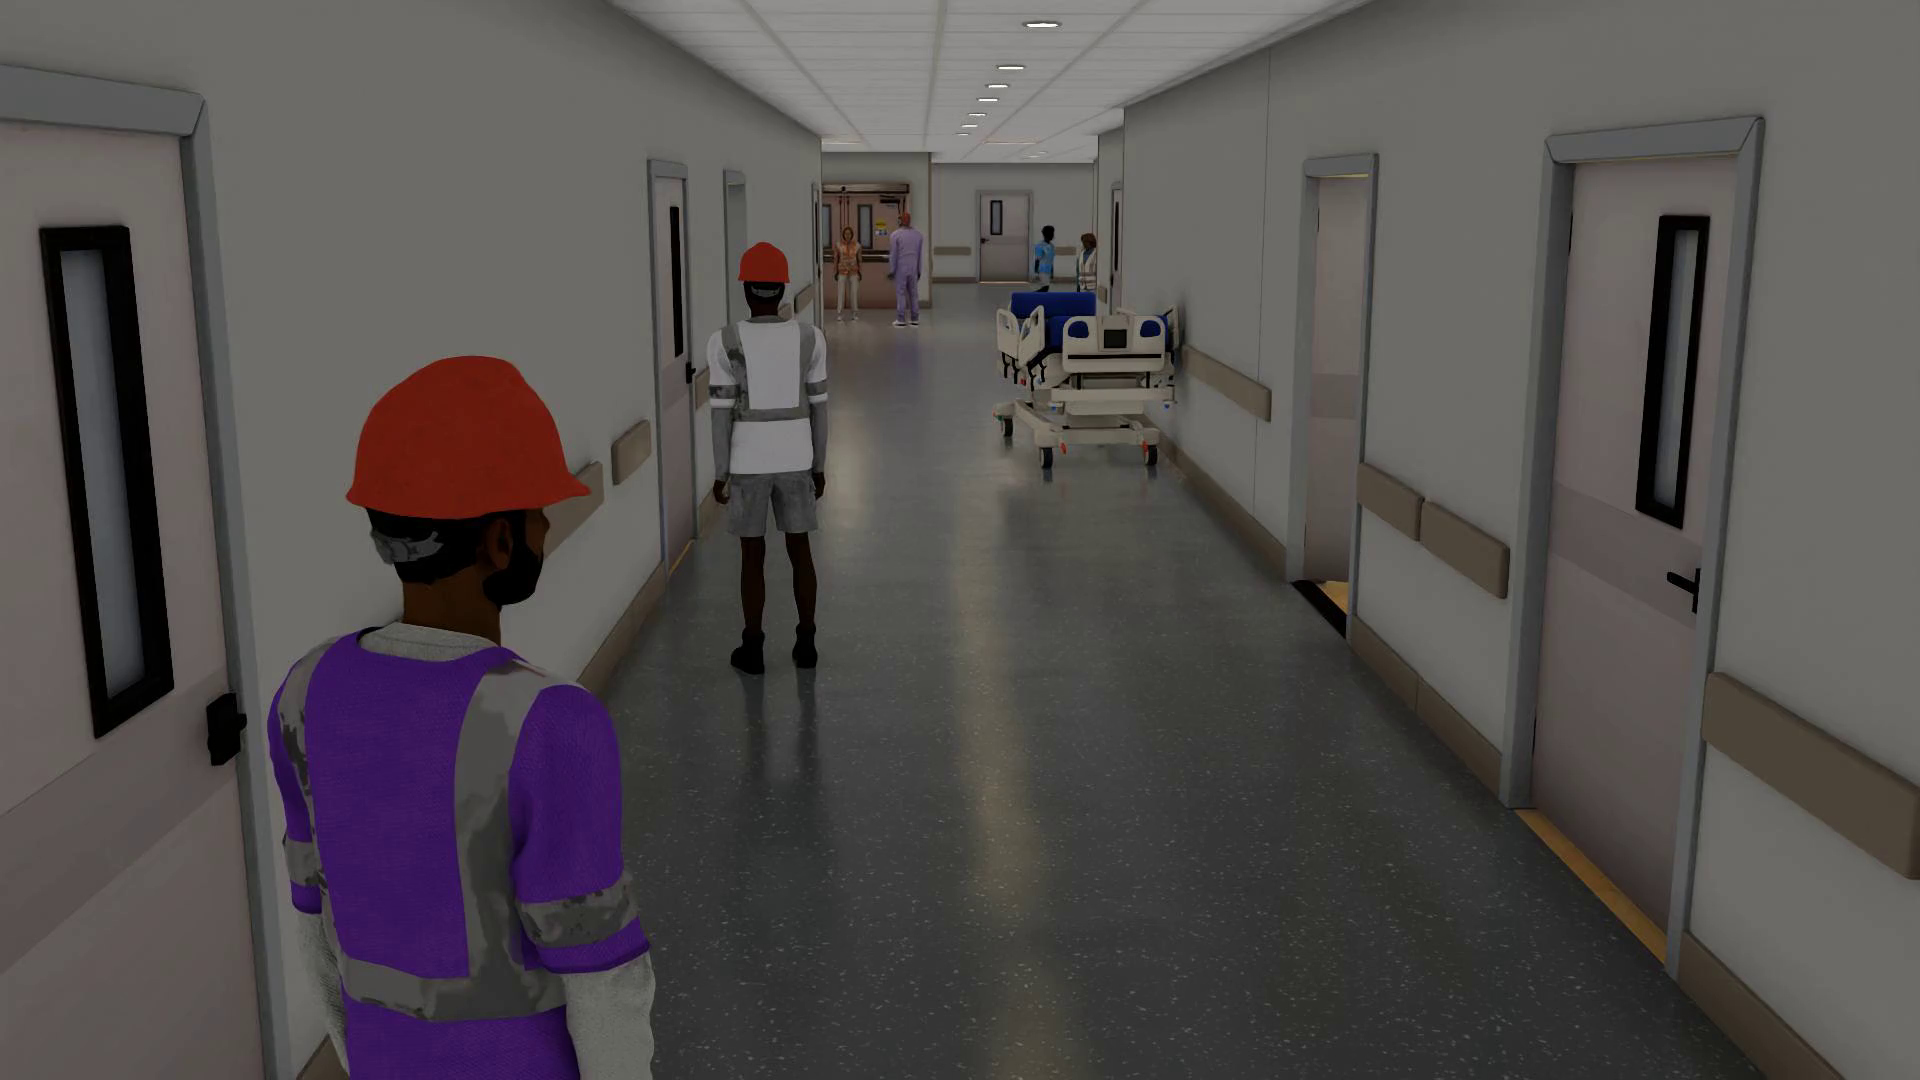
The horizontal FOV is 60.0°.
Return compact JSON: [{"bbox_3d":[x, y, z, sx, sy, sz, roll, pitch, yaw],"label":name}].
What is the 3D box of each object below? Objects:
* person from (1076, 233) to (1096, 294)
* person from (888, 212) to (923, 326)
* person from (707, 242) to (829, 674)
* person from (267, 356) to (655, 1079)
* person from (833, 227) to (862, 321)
[{"bbox_3d":[1.925,-3.727,24.668,0.318,1.629,0.508,-11,16,-43],"label":"person"},{"bbox_3d":[-0.938,-4.583,28.159,0.651,1.904,0.403,-8,14,-35],"label":"person"},{"bbox_3d":[-0.863,-0.358,7.496,0.542,1.938,0.357,-4,12,-19],"label":"person"},{"bbox_3d":[-0.609,0.731,2.189,0.545,1.938,0.356,6,13,27],"label":"person"},{"bbox_3d":[-1.977,-4.689,29.324,0.510,1.640,0.308,-3,12,-12],"label":"person"}]
